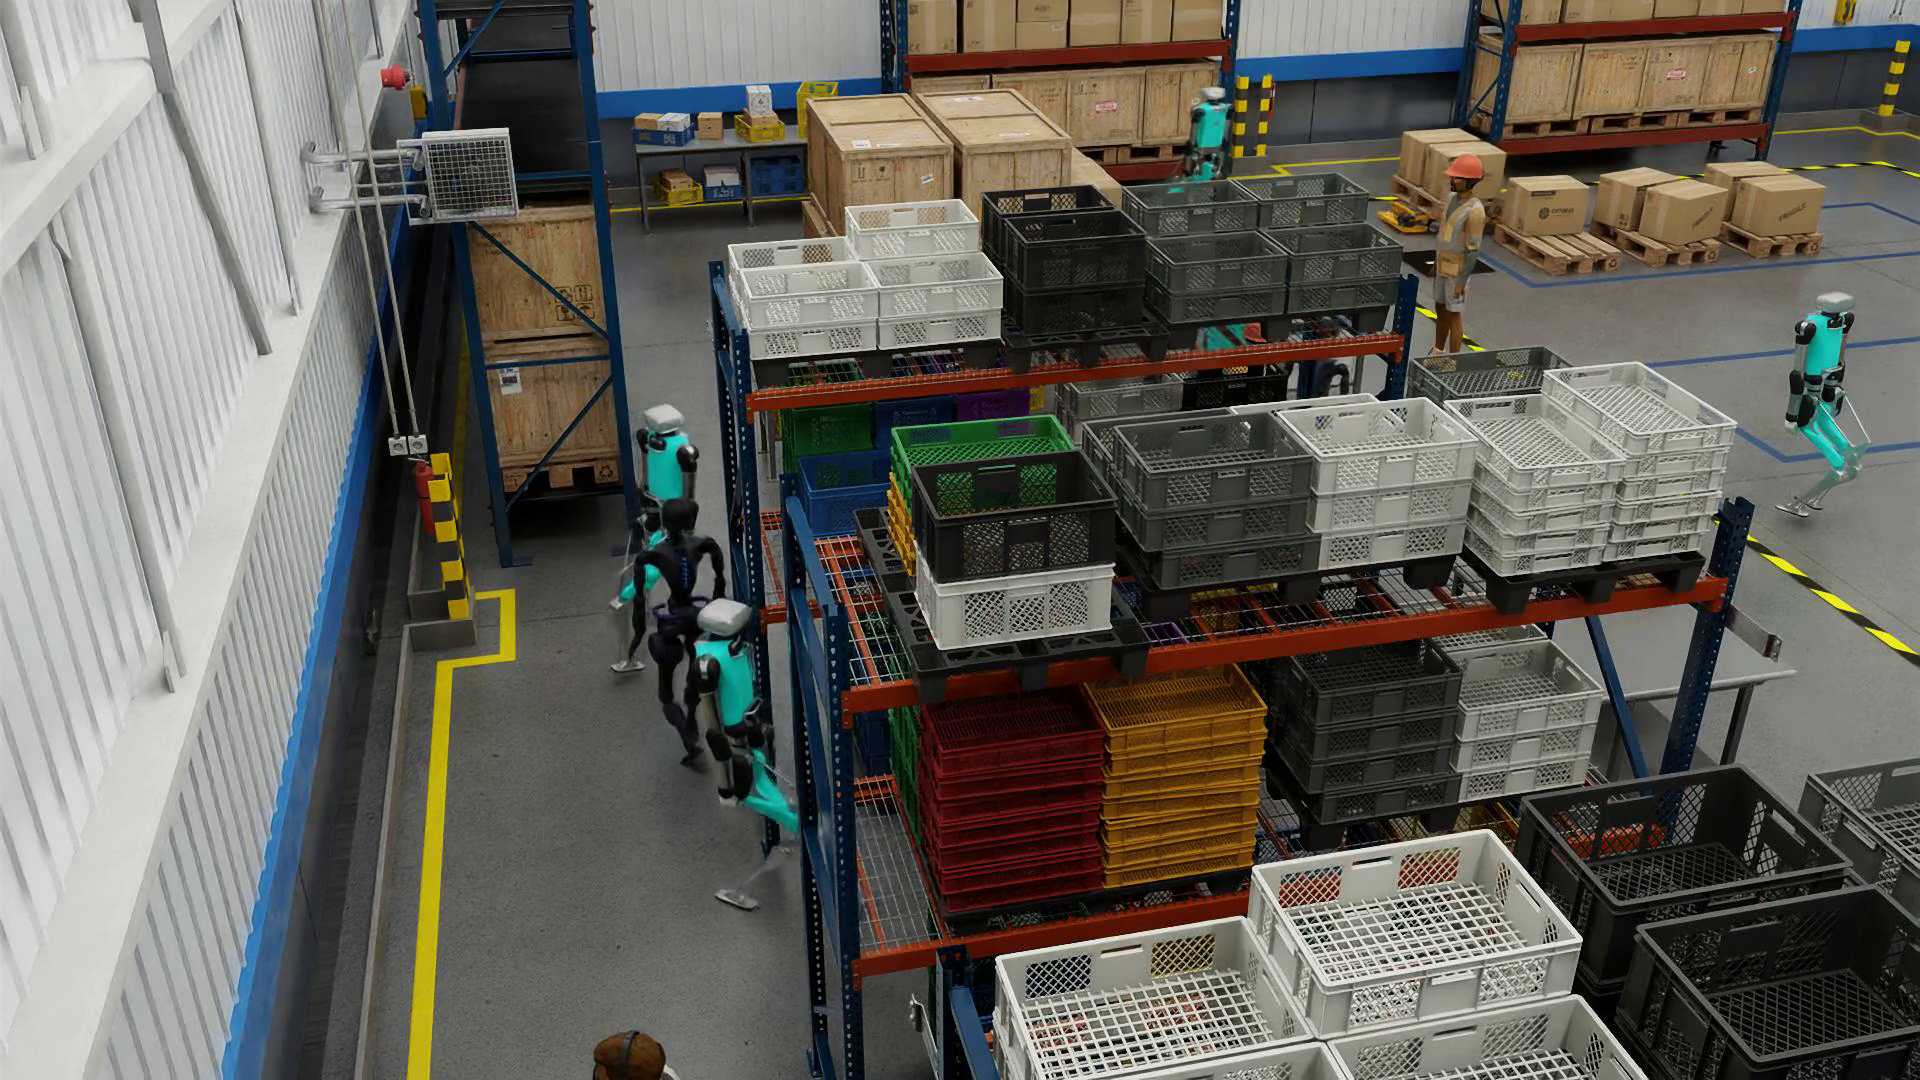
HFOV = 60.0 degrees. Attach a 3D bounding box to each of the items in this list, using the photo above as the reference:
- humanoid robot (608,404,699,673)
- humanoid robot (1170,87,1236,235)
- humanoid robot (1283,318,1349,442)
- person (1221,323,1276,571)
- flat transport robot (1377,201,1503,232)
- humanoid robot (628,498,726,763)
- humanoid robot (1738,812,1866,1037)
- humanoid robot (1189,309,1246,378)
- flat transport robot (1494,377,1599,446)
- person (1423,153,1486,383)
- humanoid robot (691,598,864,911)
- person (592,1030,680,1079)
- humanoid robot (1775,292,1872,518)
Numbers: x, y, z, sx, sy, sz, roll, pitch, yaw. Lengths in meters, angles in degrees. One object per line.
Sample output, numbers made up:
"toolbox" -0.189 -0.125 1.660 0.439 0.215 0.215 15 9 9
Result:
"humanoid robot" -1.996 0.074 10.383 1.018 1.762 0.540 -25 37 -38
"humanoid robot" 2.577 -4.143 18.358 0.531 1.798 0.813 -14 31 -24
"humanoid robot" 2.531 -0.819 12.088 0.610 1.643 0.328 22 35 36
"person" 2.024 -0.665 11.520 0.353 1.938 0.544 -23 36 -37
"flat transport robot" 5.617 -3.776 19.181 1.431 0.197 0.652 -6 28 -12
"humanoid robot" -1.608 0.526 9.574 0.597 1.649 0.549 -12 30 -22
"humanoid robot" 3.637 1.809 7.110 0.442 1.648 0.594 -16 32 -28
"humanoid robot" 2.022 -1.221 12.767 0.637 1.760 0.819 10 29 18
"flat transport robot" 4.780 -1.036 14.013 0.659 0.231 1.431 -6 28 -12
"person" 4.336 -2.396 14.688 0.365 2.048 0.606 -5 28 -9
"humanoid robot" -0.817 1.143 8.316 0.962 1.768 0.564 6 28 10
"person" -1.062 2.415 5.772 0.334 1.844 0.511 -2 28 -4
"humanoid robot" 6.371 -0.933 12.103 0.533 1.672 0.735 -14 31 -25
